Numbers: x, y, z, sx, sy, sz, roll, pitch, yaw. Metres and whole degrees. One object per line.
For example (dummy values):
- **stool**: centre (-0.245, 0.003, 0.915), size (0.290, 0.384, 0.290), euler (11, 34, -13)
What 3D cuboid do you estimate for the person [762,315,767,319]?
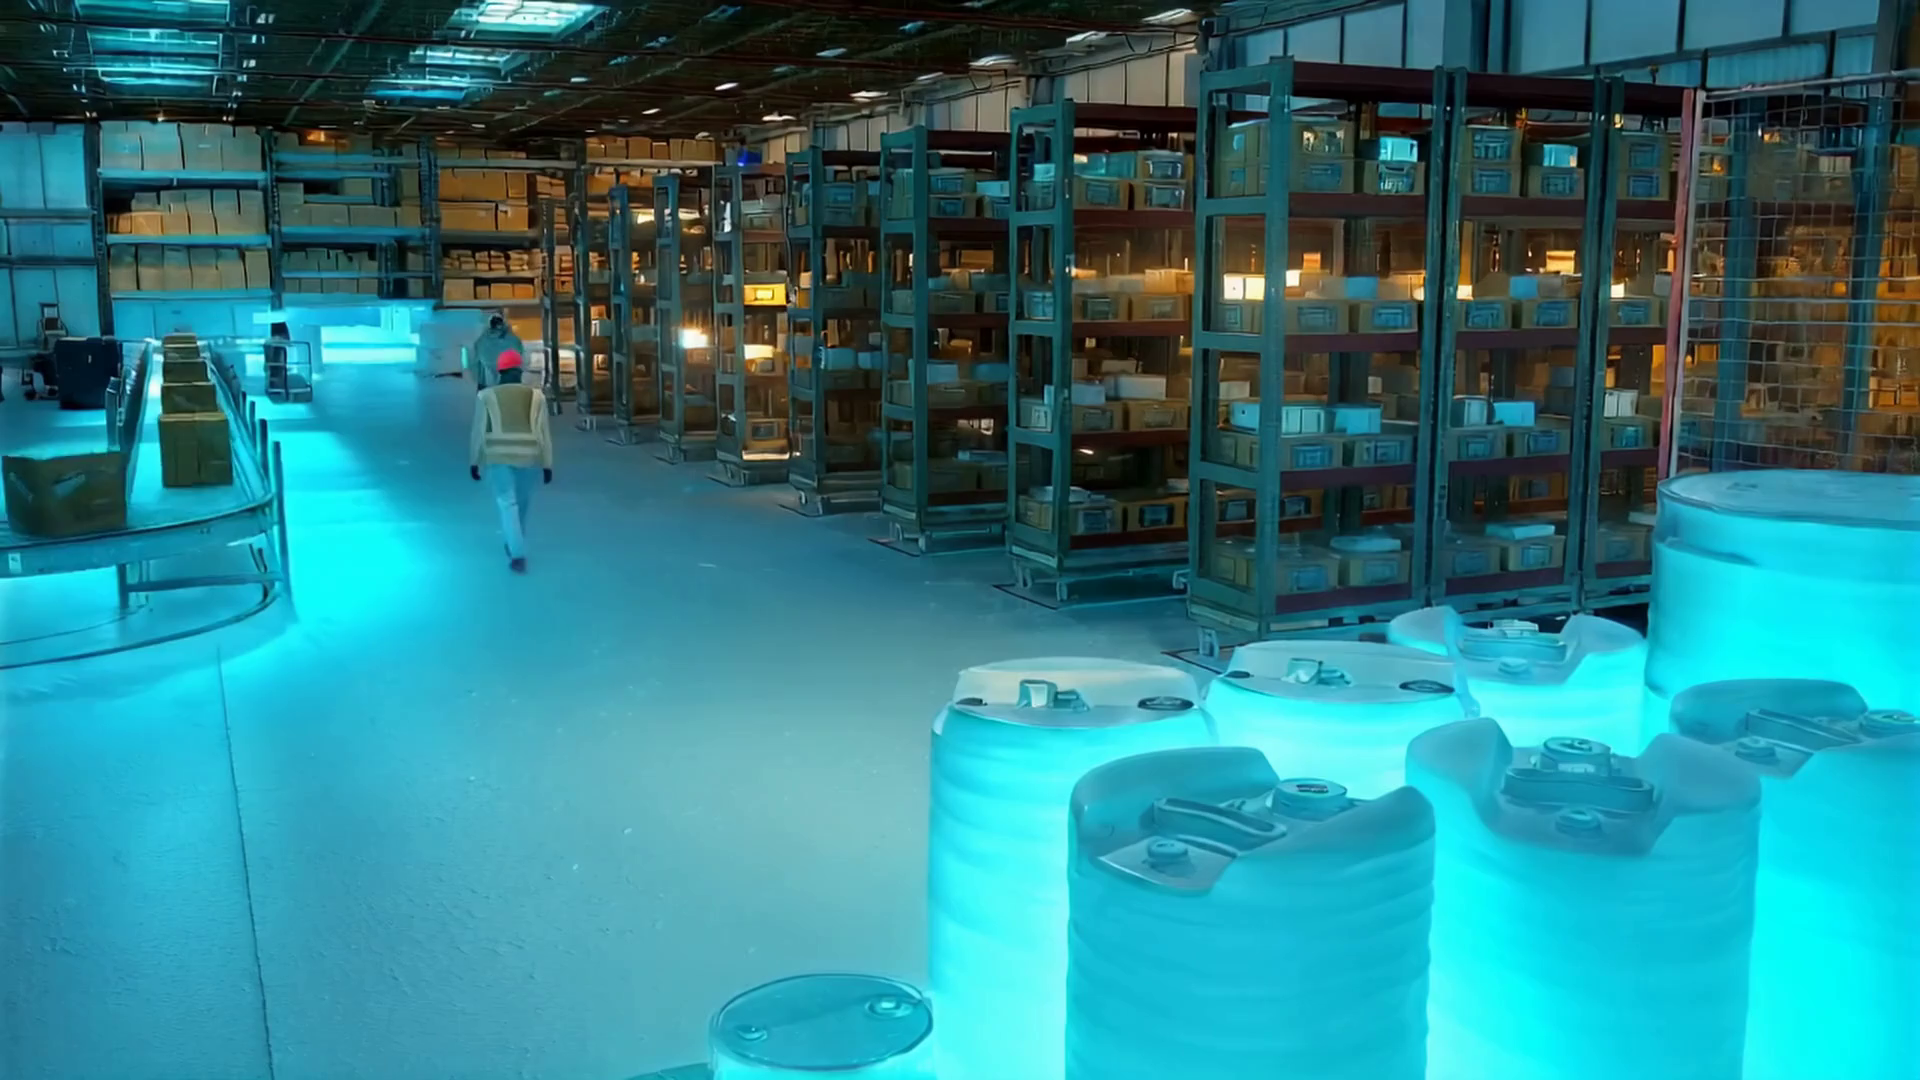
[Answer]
- **person**: centre (-4.100, -4.232, 35.080), size (0.396, 1.993, 0.618), euler (4, 10, 21)

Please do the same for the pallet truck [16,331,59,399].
- **pallet truck**: centre (-17.082, -3.353, 31.781), size (1.630, 1.274, 0.653), euler (-4, 10, -25)

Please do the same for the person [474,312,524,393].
- **person**: centre (-6.210, -2.136, 22.441), size (0.652, 1.887, 0.709), euler (-3, 10, -16)

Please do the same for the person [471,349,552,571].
- **person**: centre (-3.658, -0.657, 13.570), size (0.601, 1.789, 0.922), euler (-6, 11, -32)
